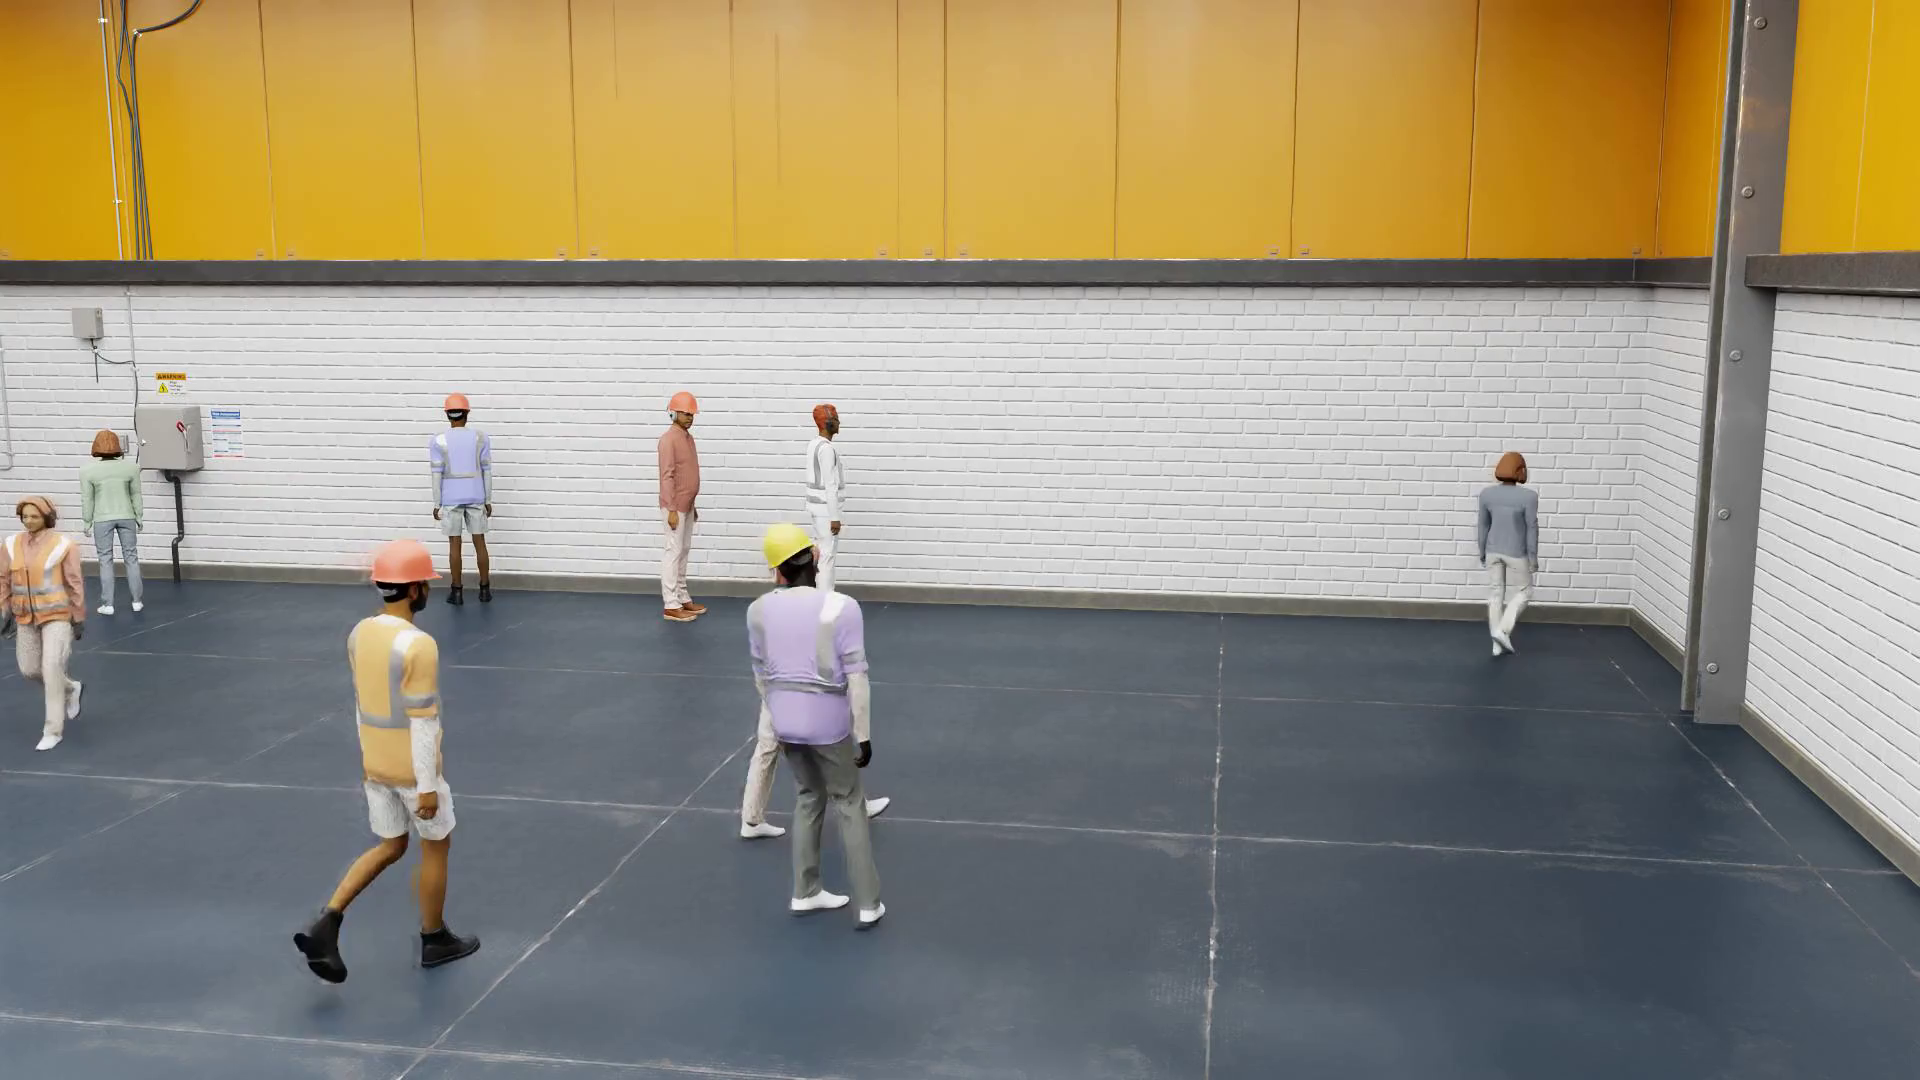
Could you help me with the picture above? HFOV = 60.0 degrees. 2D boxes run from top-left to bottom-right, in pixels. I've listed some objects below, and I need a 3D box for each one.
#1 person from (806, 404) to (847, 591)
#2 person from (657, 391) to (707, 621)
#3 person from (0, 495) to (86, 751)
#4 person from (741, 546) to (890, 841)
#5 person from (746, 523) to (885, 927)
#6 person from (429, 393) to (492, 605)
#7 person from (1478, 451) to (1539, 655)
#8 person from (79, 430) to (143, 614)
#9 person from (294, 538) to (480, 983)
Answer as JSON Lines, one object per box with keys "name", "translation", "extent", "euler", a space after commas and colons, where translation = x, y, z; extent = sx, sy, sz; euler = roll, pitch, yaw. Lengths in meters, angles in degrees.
{"name": "person", "translation": [-1.153, -0.240, 14.457], "extent": [0.356, 1.884, 0.574], "euler": [-3, 10, -19]}
{"name": "person", "translation": [-2.427, -0.302, 14.517], "extent": [0.392, 1.990, 0.612], "euler": [2, 9, 11]}
{"name": "person", "translation": [-5.868, 0.497, 10.721], "extent": [0.521, 1.617, 0.646], "euler": [1, 9, 5]}
{"name": "person", "translation": [-0.816, 0.800, 8.902], "extent": [0.845, 1.588, 0.543], "euler": [-5, 11, -29]}
{"name": "person", "translation": [-0.677, 0.857, 7.716], "extent": [0.646, 1.876, 0.385], "euler": [4, 10, 25]}
{"name": "person", "translation": [-4.539, -0.374, 15.149], "extent": [0.547, 1.928, 0.385], "euler": [-4, 10, -25]}
{"name": "person", "translation": [4.301, 0.113, 13.055], "extent": [0.360, 1.621, 0.517], "euler": [-8, 13, -42]}
{"name": "person", "translation": [-7.496, -0.158, 14.723], "extent": [0.500, 1.633, 0.280], "euler": [-7, 12, -39]}
{"name": "person", "translation": [-2.433, 0.954, 7.037], "extent": [0.542, 1.916, 0.746], "euler": [7, 11, 36]}
